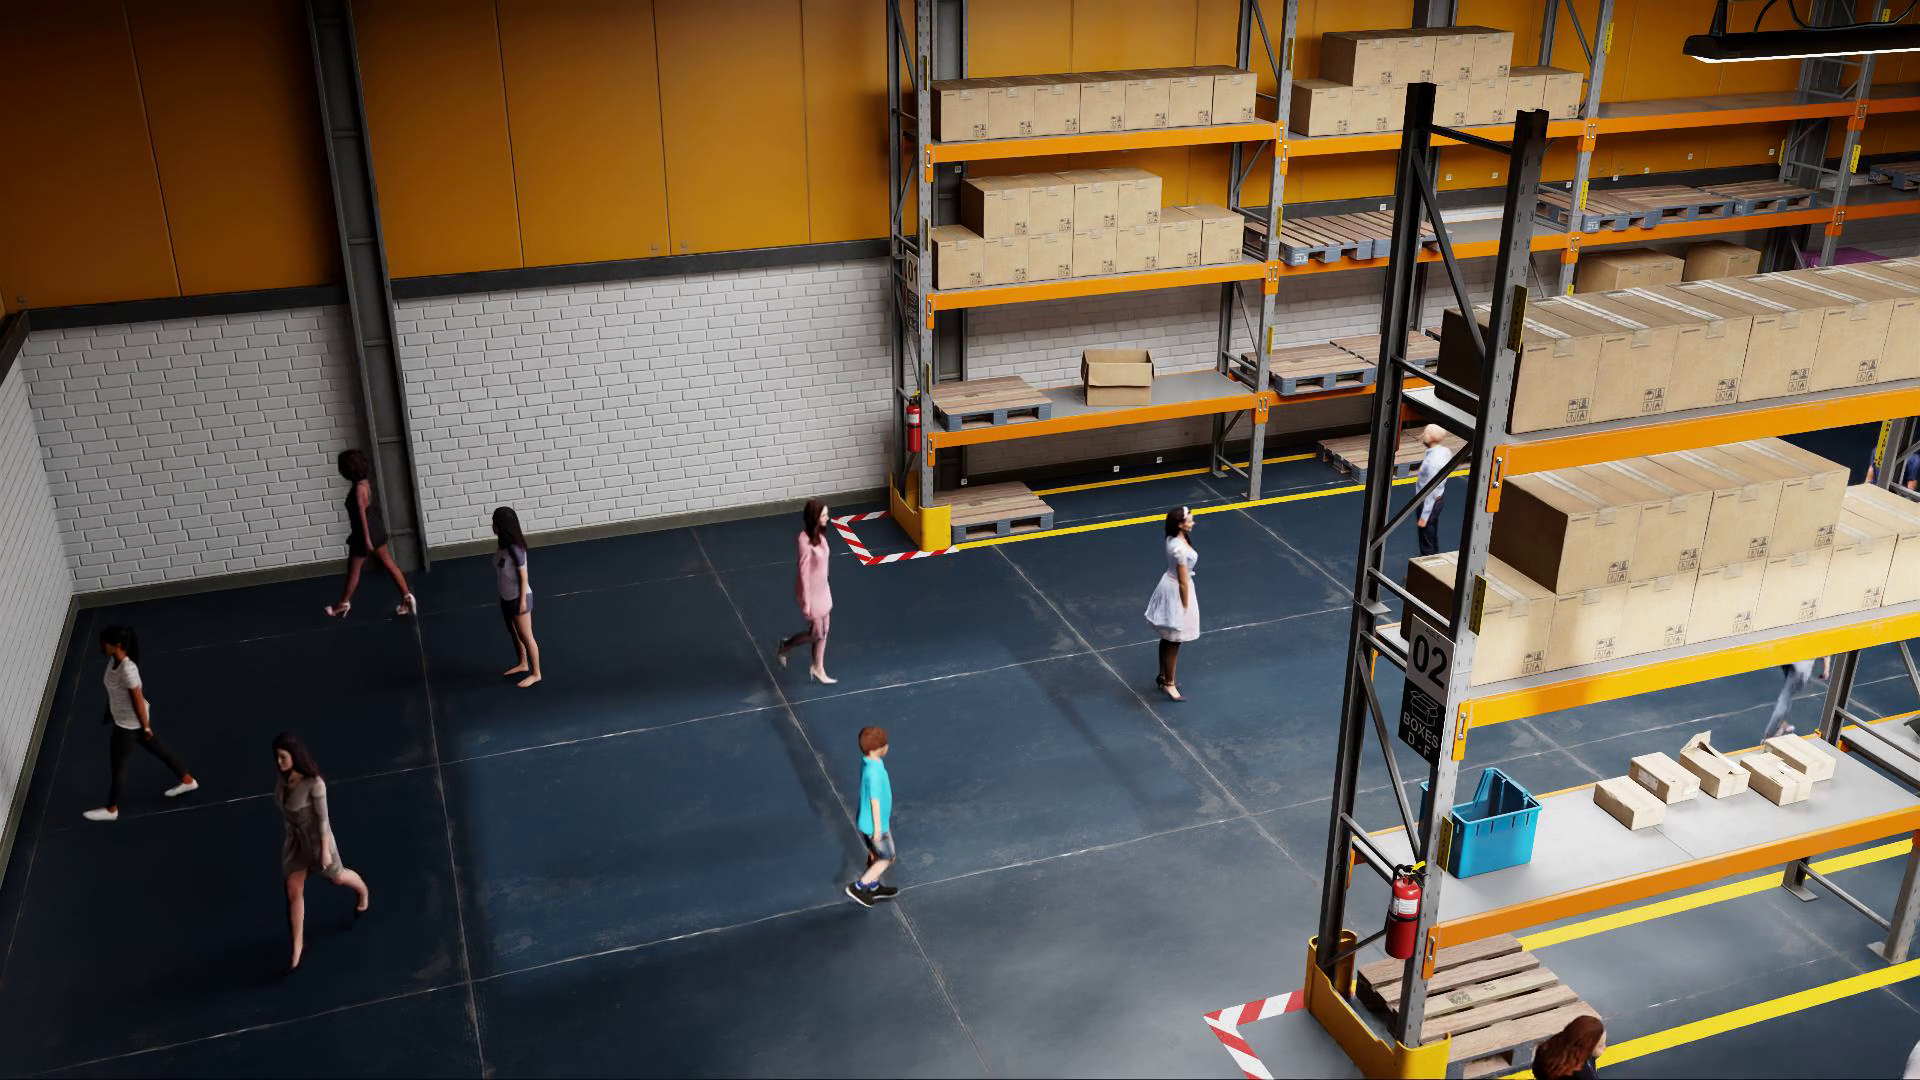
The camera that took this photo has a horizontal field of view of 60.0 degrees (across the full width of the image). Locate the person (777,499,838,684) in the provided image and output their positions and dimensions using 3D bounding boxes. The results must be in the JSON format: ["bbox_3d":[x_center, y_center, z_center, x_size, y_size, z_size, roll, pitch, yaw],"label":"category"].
[{"bbox_3d":[-1.391,0.480,14.862,0.944,1.785,0.874,8,25,17],"label":"person"}]

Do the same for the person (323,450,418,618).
[{"bbox_3d":[-5.625,-0.007,16.043,1.154,1.732,0.766,-2,24,-6],"label":"person"}]

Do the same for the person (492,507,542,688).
[{"bbox_3d":[-3.995,0.494,14.931,0.619,1.705,0.654,-18,29,-35],"label":"person"}]

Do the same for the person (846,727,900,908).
[{"bbox_3d":[-0.680,1.974,11.873,0.648,1.442,0.550,-5,24,-11],"label":"person"}]

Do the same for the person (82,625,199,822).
[{"bbox_3d":[-6.393,1.388,13.016,1.103,1.600,0.703,-13,27,-28],"label":"person"}]

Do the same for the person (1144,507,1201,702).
[{"bbox_3d":[1.899,0.552,14.657,0.806,1.818,0.775,-2,24,-5],"label":"person"}]

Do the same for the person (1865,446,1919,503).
[{"bbox_3d":[9.202,-0.310,16.611,0.728,1.833,0.697,-16,28,-32],"label":"person"}]

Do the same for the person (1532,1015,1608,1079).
[{"bbox_3d":[3.208,3.194,9.024,0.899,1.488,0.828,10,26,22],"label":"person"}]

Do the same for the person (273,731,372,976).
[{"bbox_3d":[-4.371,2.050,11.368,1.091,1.707,1.136,10,25,21],"label":"person"}]

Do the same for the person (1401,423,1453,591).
[{"bbox_3d":[4.702,-0.314,16.674,0.777,1.789,0.716,11,26,23],"label":"person"}]
